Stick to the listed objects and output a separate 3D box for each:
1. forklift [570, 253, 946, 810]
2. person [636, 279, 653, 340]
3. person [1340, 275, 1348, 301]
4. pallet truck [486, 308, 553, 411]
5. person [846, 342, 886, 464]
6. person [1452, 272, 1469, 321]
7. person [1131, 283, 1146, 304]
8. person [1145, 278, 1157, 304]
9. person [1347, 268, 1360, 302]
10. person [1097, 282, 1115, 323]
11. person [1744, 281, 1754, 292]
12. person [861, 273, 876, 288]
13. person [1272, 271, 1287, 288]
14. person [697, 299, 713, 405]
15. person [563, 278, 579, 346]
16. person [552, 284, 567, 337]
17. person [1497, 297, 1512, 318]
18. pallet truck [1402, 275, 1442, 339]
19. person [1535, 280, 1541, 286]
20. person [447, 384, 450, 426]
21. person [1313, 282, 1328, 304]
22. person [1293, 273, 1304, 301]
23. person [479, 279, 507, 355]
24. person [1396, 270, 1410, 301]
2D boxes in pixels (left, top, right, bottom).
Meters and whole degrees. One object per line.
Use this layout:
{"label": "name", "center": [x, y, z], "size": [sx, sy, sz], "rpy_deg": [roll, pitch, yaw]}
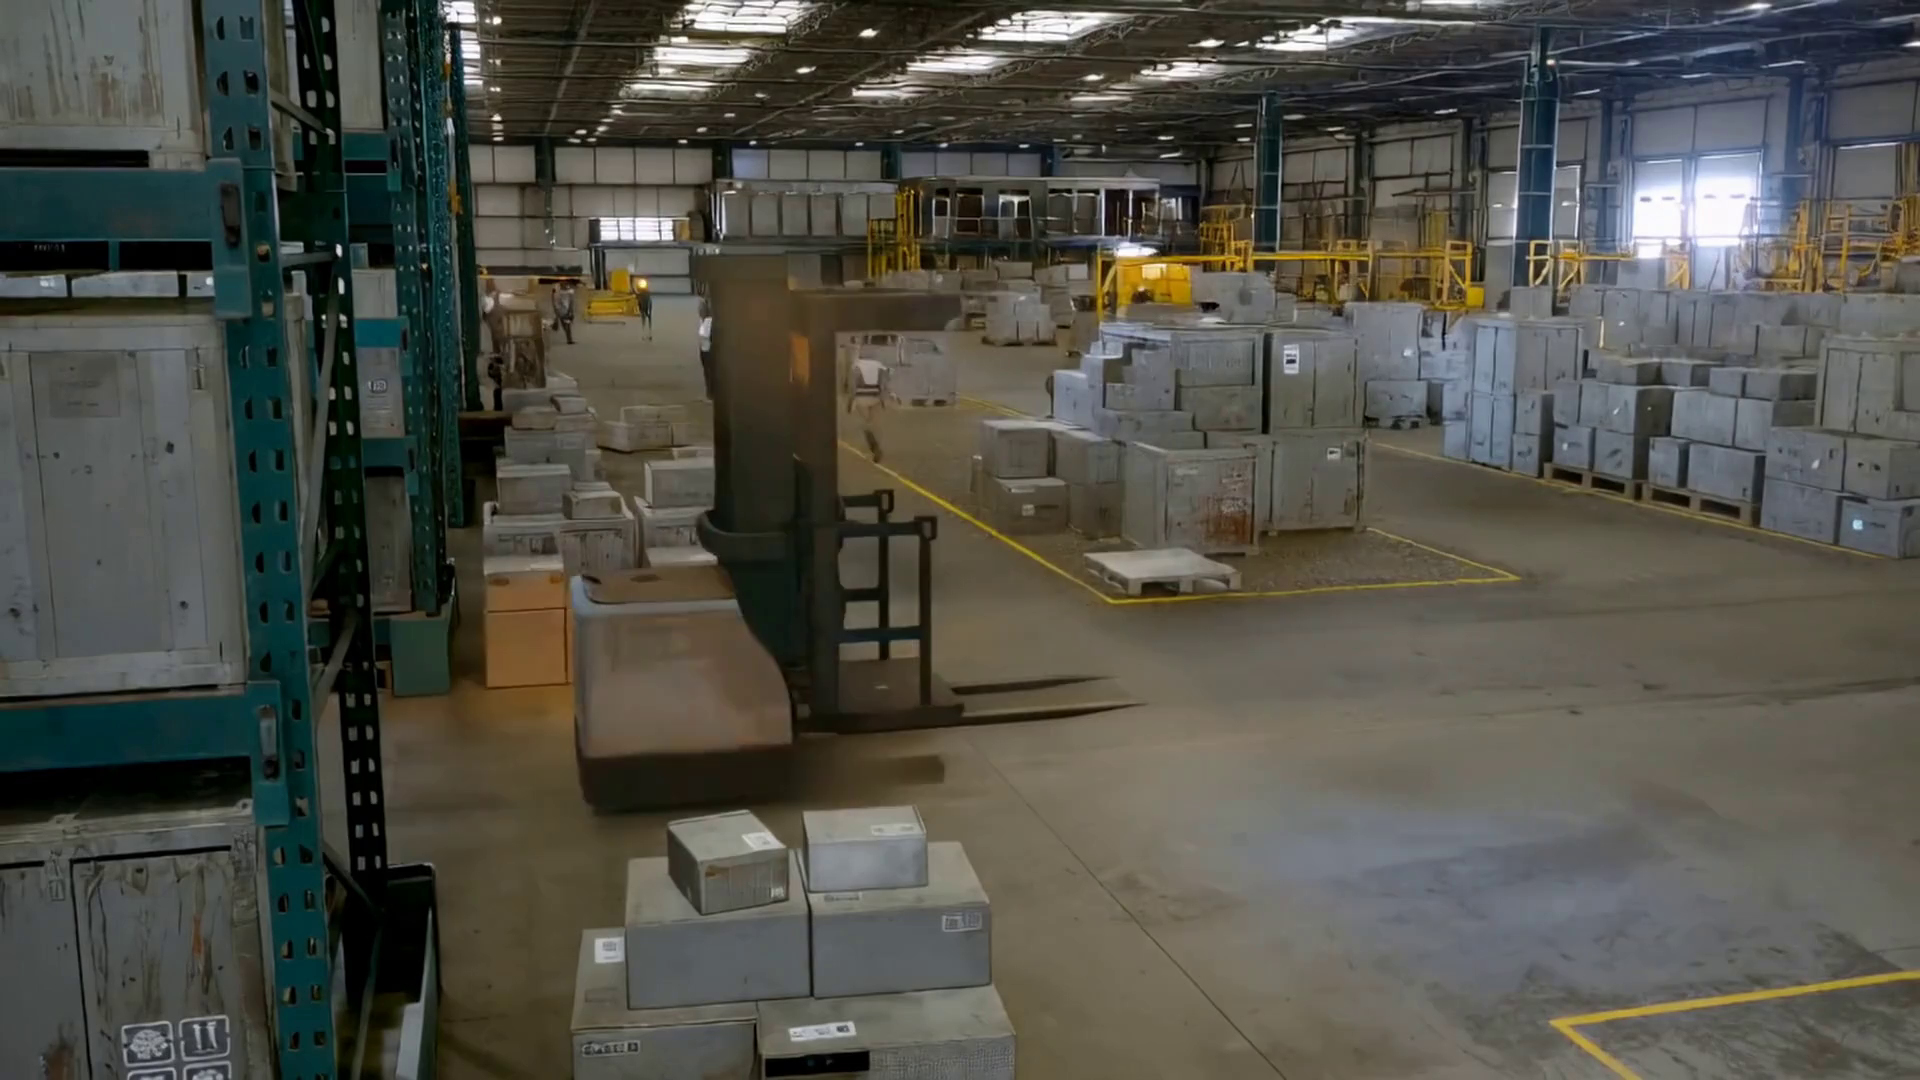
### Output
{"label": "forklift", "center": [-1.124, -0.119, 8.845], "size": [1.873, 2.768, 1.129], "rpy_deg": [-3, 10, -15]}
{"label": "person", "center": [-9.682, -7.059, 51.007], "size": [0.513, 1.871, 0.329], "rpy_deg": [-2, 10, -13]}
{"label": "person", "center": [13.000, -7.933, 55.814], "size": [0.435, 1.920, 0.635], "rpy_deg": [7, 12, 33]}
{"label": "pallet truck", "center": [-6.242, -2.418, 24.362], "size": [0.823, 1.965, 1.885], "rpy_deg": [1, 10, 3]}
{"label": "person", "center": [-1.218, -1.817, 22.098], "size": [0.538, 1.608, 0.784], "rpy_deg": [-6, 12, -30]}
{"label": "person", "center": [19.262, -9.357, 64.003], "size": [0.603, 1.882, 0.979], "rpy_deg": [1, 10, 8]}
{"label": "person", "center": [5.014, -6.321, 46.935], "size": [0.557, 1.828, 0.952], "rpy_deg": [-4, 11, -22]}
{"label": "person", "center": [6.834, -8.537, 59.785], "size": [0.487, 1.724, 0.698], "rpy_deg": [5, 11, 27]}
{"label": "person", "center": [19.249, -12.530, 81.786], "size": [0.641, 1.932, 1.039], "rpy_deg": [-6, 12, -31]}
{"label": "person", "center": [4.271, -6.593, 48.457], "size": [0.520, 1.845, 0.389], "rpy_deg": [1, 10, 7]}
{"label": "person", "center": [21.442, -6.083, 45.313], "size": [0.566, 1.926, 0.400], "rpy_deg": [-1, 10, -6]}
{"label": "person", "center": [-3.245, -8.639, 59.846], "size": [0.613, 1.907, 0.477], "rpy_deg": [7, 12, 33]}
{"label": "person", "center": [12.786, -9.887, 66.972], "size": [0.775, 1.902, 0.402], "rpy_deg": [8, 13, 39]}
{"label": "person", "center": [-4.566, -3.415, 30.240], "size": [0.375, 1.916, 0.592], "rpy_deg": [-6, 12, -32]}
{"label": "person", "center": [-11.312, -6.629, 48.297], "size": [0.361, 1.966, 0.613], "rpy_deg": [0, 10, 1]}
{"label": "person", "center": [-12.722, -7.318, 52.982], "size": [0.534, 1.694, 0.320], "rpy_deg": [1, 10, 8]}
{"label": "person", "center": [11.088, -4.065, 34.146], "size": [0.962, 1.830, 0.599], "rpy_deg": [3, 10, 14]}
{"label": "pallet truck", "center": [14.620, -7.324, 52.145], "size": [0.823, 1.965, 1.885], "rpy_deg": [8, 13, 40]}
{"label": "person", "center": [17.243, -6.823, 49.648], "size": [0.596, 1.870, 0.772], "rpy_deg": [7, 12, 36]}
{"label": "person", "center": [-6.348, -1.584, 20.079], "size": [0.429, 1.847, 0.625], "rpy_deg": [7, 12, 35]}
{"label": "person", "center": [11.982, -7.730, 55.325], "size": [0.534, 1.692, 0.321], "rpy_deg": [6, 12, 33]}
{"label": "person", "center": [13.284, -9.586, 65.414], "size": [0.429, 1.839, 0.622], "rpy_deg": [1, 10, 6]}
{"label": "person", "center": [-12.459, -5.933, 44.147], "size": [0.995, 2.000, 0.695], "rpy_deg": [7, 12, 36]}
{"label": "person", "center": [19.655, -11.032, 73.722], "size": [0.515, 1.806, 0.720], "rpy_deg": [-6, 12, -31]}
